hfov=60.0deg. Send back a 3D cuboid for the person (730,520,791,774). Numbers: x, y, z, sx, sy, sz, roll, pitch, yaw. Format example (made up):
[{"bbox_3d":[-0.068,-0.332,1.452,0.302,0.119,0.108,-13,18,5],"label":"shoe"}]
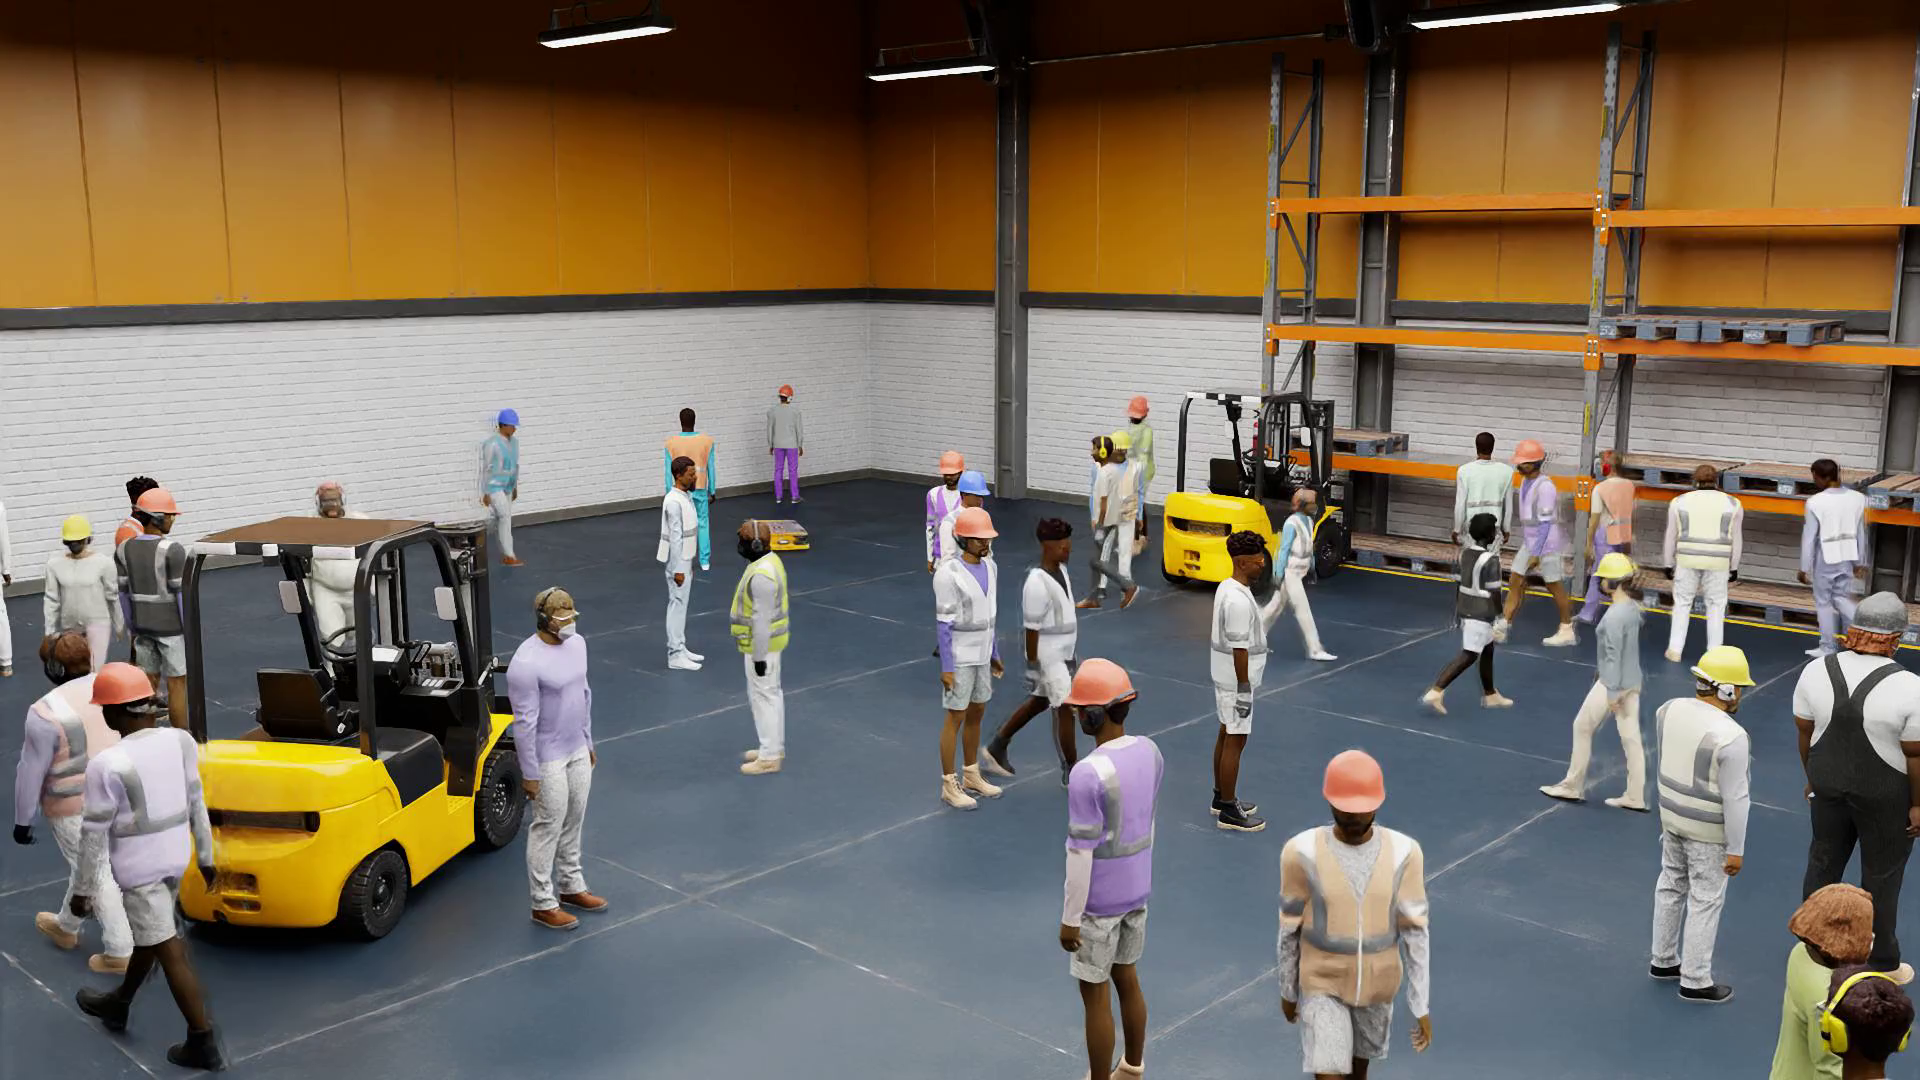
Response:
[{"bbox_3d":[-1.444,0.762,12.020,0.430,1.833,0.629,0,10,0],"label":"person"}]

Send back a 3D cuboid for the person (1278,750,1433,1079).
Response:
[{"bbox_3d":[1.505,1.726,6.354,0.549,1.883,0.985,0,10,0],"label":"person"}]

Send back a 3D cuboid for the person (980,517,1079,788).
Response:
[{"bbox_3d":[0.575,0.779,11.642,0.942,1.938,0.613,3,10,16],"label":"person"}]

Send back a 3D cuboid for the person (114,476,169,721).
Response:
[{"bbox_3d":[-6.540,0.460,13.350,0.372,1.962,0.603,-2,10,-11],"label":"person"}]

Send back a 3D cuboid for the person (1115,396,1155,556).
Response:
[{"bbox_3d":[2.162,-0.793,20.401,0.492,1.990,0.658,-1,10,-6],"label":"person"}]

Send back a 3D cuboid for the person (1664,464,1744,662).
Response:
[{"bbox_3d":[6.748,0.221,15.119,0.638,1.828,0.431,5,11,25],"label":"person"}]

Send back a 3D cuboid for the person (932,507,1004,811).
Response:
[{"bbox_3d":[0.084,0.786,11.259,0.380,2.045,0.605,8,12,37],"label":"person"}]

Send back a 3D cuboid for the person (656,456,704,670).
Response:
[{"bbox_3d":[-2.524,0.195,14.981,0.394,1.919,0.590,0,10,-2],"label":"person"}]

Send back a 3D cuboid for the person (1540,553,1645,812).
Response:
[{"bbox_3d":[4.315,0.945,11.221,0.767,1.737,0.529,9,14,42],"label":"person"}]

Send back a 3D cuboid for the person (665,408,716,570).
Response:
[{"bbox_3d":[-3.151,-0.574,19.461,0.587,1.888,0.397,-3,10,-14],"label":"person"}]

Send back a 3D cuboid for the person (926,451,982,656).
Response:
[{"bbox_3d":[-0.062,0.135,15.304,0.544,1.930,0.389,3,10,18],"label":"person"}]

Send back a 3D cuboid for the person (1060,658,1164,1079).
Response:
[{"bbox_3d":[0.618,1.510,7.186,0.411,2.032,0.611,8,12,37],"label":"person"}]

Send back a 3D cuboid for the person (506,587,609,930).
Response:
[{"bbox_3d":[-2.241,1.201,9.243,0.383,1.929,0.634,4,11,20],"label":"person"}]

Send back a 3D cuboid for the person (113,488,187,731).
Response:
[{"bbox_3d":[-5.812,0.636,12.136,0.605,2.036,0.393,3,10,18],"label":"person"}]

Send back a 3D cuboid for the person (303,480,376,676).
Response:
[{"bbox_3d":[-5.169,0.417,13.838,0.636,1.877,0.919,-7,12,-33],"label":"person"}]

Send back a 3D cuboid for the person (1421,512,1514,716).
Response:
[{"bbox_3d":[4.128,0.594,13.435,0.839,1.662,0.530,-1,10,-7],"label":"person"}]

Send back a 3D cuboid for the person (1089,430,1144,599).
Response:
[{"bbox_3d":[1.694,-0.273,17.898,0.600,1.827,0.404,-1,10,-7],"label":"person"}]

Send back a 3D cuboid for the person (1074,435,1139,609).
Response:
[{"bbox_3d":[1.503,-0.165,17.240,0.666,1.848,0.536,2,10,13],"label":"person"}]

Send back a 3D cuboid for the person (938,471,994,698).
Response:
[{"bbox_3d":[0.069,0.379,13.883,0.416,1.938,0.611,8,13,38],"label":"person"}]

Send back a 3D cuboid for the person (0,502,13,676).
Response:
[{"bbox_3d":[-8.594,0.294,14.523,0.355,1.883,0.574,8,13,40],"label":"person"}]

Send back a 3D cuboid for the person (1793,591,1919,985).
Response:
[{"bbox_3d":[4.685,1.258,8.581,0.538,2.000,0.683,-7,12,-33],"label":"person"}]

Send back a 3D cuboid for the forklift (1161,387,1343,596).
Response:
[{"bbox_3d":[3.298,-0.608,18.767,1.214,2.155,2.313,9,13,42],"label":"forklift"}]

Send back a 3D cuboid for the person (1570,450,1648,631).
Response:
[{"bbox_3d":[6.404,0.022,16.300,0.570,1.813,0.928,-7,12,-35],"label":"person"}]

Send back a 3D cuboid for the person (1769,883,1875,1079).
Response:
[{"bbox_3d":[2.951,1.963,5.752,0.272,1.627,0.502,3,10,16],"label":"person"}]

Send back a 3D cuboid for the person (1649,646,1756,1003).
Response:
[{"bbox_3d":[3.719,1.417,8.323,0.403,1.817,0.601,-3,10,-15],"label":"person"}]

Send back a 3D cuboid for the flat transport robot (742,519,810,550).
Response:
[{"bbox_3d":[-2.367,-0.078,21.225,0.652,0.197,1.431,-3,10,-15],"label":"flat transport robot"}]

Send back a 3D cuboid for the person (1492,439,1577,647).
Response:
[{"bbox_3d":[5.386,0.040,15.652,1.021,1.980,0.613,-1,10,-8],"label":"person"}]

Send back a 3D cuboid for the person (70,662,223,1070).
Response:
[{"bbox_3d":[-3.840,1.492,7.693,1.021,1.882,0.564,4,11,19],"label":"person"}]

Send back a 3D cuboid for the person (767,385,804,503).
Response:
[{"bbox_3d":[-2.577,-1.425,24.671,0.564,1.752,0.337,3,10,17],"label":"person"}]

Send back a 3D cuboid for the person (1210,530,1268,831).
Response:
[{"bbox_3d":[1.817,0.898,10.842,0.361,1.964,0.615,0,10,1],"label":"person"}]

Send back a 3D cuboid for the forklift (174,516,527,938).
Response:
[{"bbox_3d":[-3.583,0.976,9.748,1.214,2.155,2.313,2,10,11],"label":"forklift"}]

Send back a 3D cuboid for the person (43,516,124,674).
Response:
[{"bbox_3d":[-6.818,0.650,12.959,0.532,1.717,0.912,-1,10,-7],"label":"person"}]

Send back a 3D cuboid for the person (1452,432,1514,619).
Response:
[{"bbox_3d":[5.306,-0.137,16.879,0.597,1.915,0.370,-1,10,-3],"label":"person"}]

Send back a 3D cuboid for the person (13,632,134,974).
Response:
[{"bbox_3d":[-4.663,1.360,8.685,0.851,1.796,0.637,3,10,17],"label":"person"}]

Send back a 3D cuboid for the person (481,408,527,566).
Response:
[{"bbox_3d":[-5.548,-0.633,19.788,0.805,1.903,0.614,3,10,17],"label":"person"}]

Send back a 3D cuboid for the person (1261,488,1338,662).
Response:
[{"bbox_3d":[3.052,0.304,15.300,0.875,1.587,0.523,5,11,27],"label":"person"}]

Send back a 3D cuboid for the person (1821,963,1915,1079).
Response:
[{"bbox_3d":[2.394,2.060,4.536,0.505,1.864,0.331,-2,10,-10],"label":"person"}]

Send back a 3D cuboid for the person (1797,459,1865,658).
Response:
[{"bbox_3d":[7.941,0.206,15.066,0.637,1.876,0.568,-3,10,-14],"label":"person"}]
